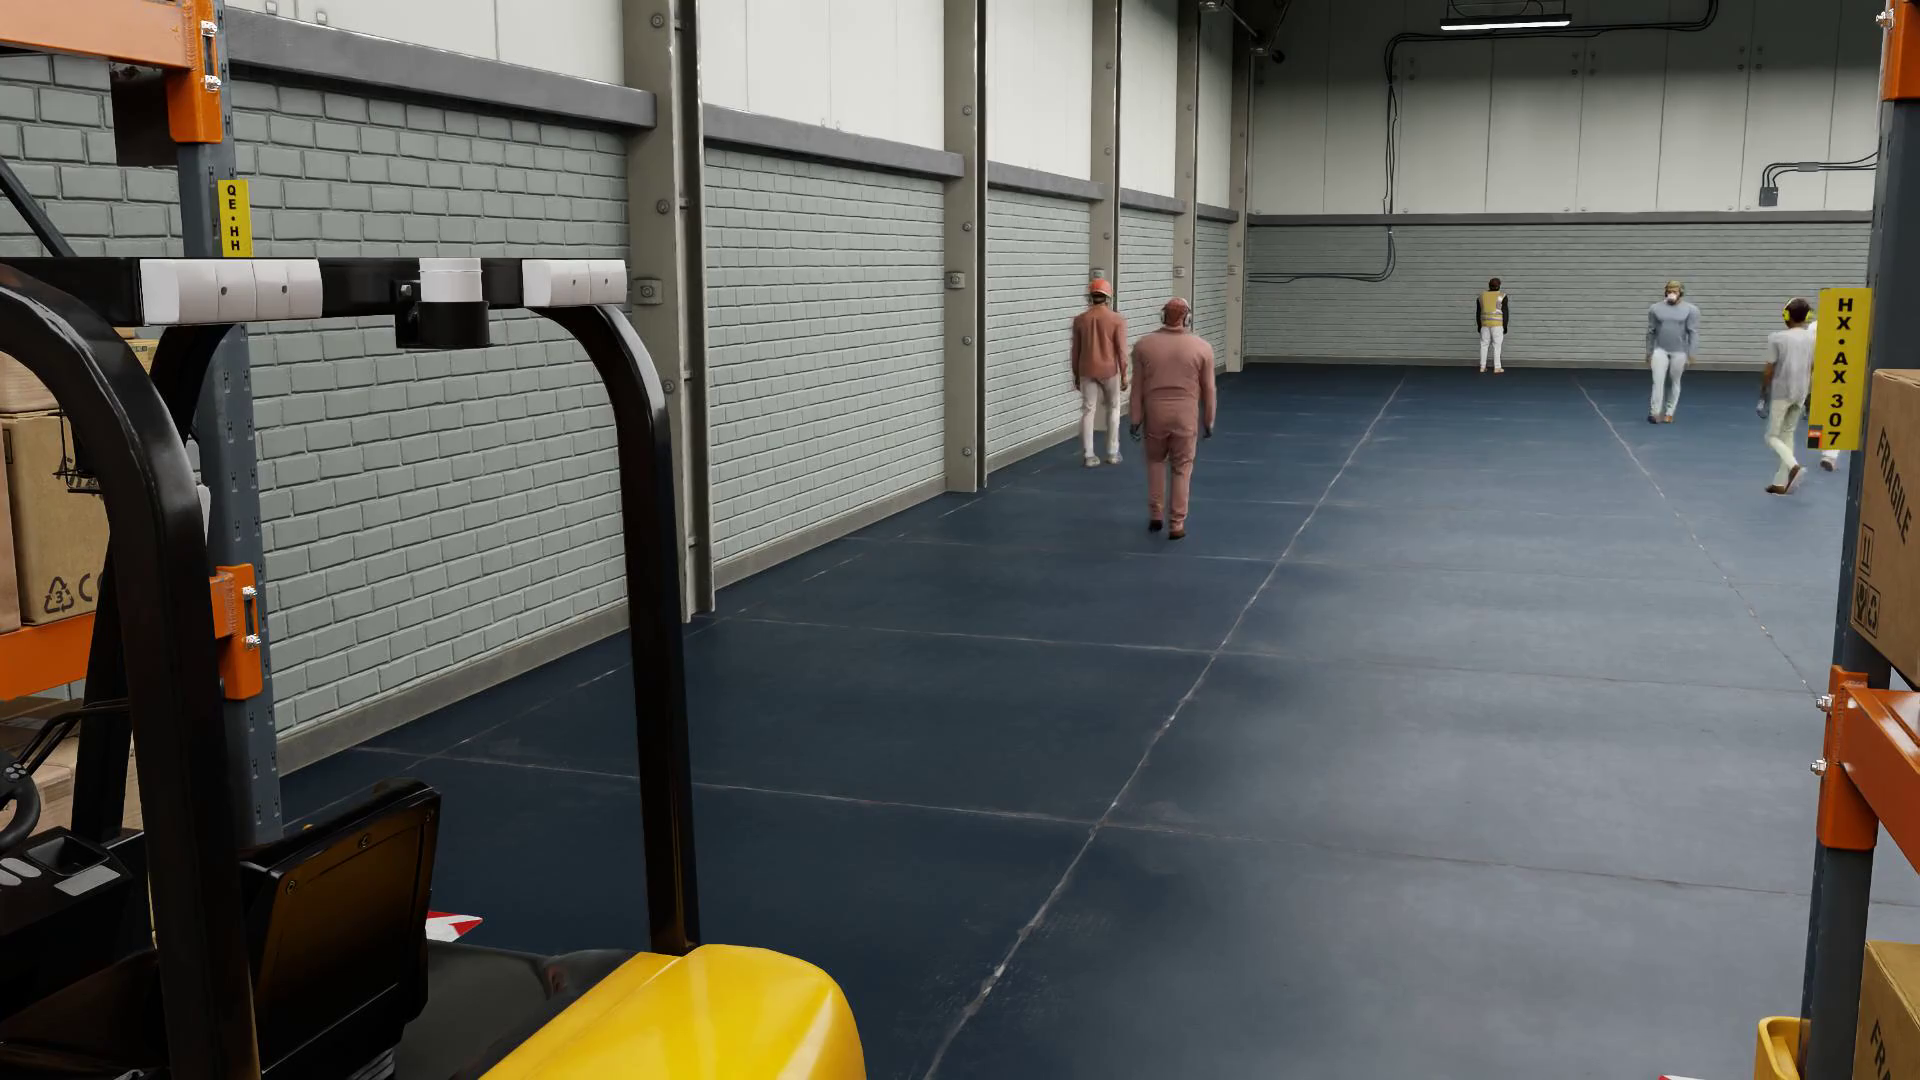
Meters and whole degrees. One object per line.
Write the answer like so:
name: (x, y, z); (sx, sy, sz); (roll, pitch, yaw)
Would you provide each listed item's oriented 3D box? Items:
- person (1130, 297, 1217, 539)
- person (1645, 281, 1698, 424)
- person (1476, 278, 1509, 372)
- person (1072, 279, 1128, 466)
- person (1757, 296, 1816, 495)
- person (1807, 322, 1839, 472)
person: (1.689, -0.959, 13.112); (0.671, 1.885, 0.608); (2, 10, 14)
person: (9.412, -2.472, 22.076); (0.660, 1.897, 0.957); (6, 11, 31)
person: (10.410, -4.191, 32.492); (0.633, 1.842, 0.429); (8, 12, 38)
person: (1.511, -1.783, 17.741); (0.663, 1.972, 0.794); (4, 10, 24)
person: (7.613, -1.299, 15.244); (0.535, 1.850, 0.633); (0, 10, -2)
person: (9.047, -1.638, 17.284); (0.577, 1.832, 0.980); (7, 12, 36)
